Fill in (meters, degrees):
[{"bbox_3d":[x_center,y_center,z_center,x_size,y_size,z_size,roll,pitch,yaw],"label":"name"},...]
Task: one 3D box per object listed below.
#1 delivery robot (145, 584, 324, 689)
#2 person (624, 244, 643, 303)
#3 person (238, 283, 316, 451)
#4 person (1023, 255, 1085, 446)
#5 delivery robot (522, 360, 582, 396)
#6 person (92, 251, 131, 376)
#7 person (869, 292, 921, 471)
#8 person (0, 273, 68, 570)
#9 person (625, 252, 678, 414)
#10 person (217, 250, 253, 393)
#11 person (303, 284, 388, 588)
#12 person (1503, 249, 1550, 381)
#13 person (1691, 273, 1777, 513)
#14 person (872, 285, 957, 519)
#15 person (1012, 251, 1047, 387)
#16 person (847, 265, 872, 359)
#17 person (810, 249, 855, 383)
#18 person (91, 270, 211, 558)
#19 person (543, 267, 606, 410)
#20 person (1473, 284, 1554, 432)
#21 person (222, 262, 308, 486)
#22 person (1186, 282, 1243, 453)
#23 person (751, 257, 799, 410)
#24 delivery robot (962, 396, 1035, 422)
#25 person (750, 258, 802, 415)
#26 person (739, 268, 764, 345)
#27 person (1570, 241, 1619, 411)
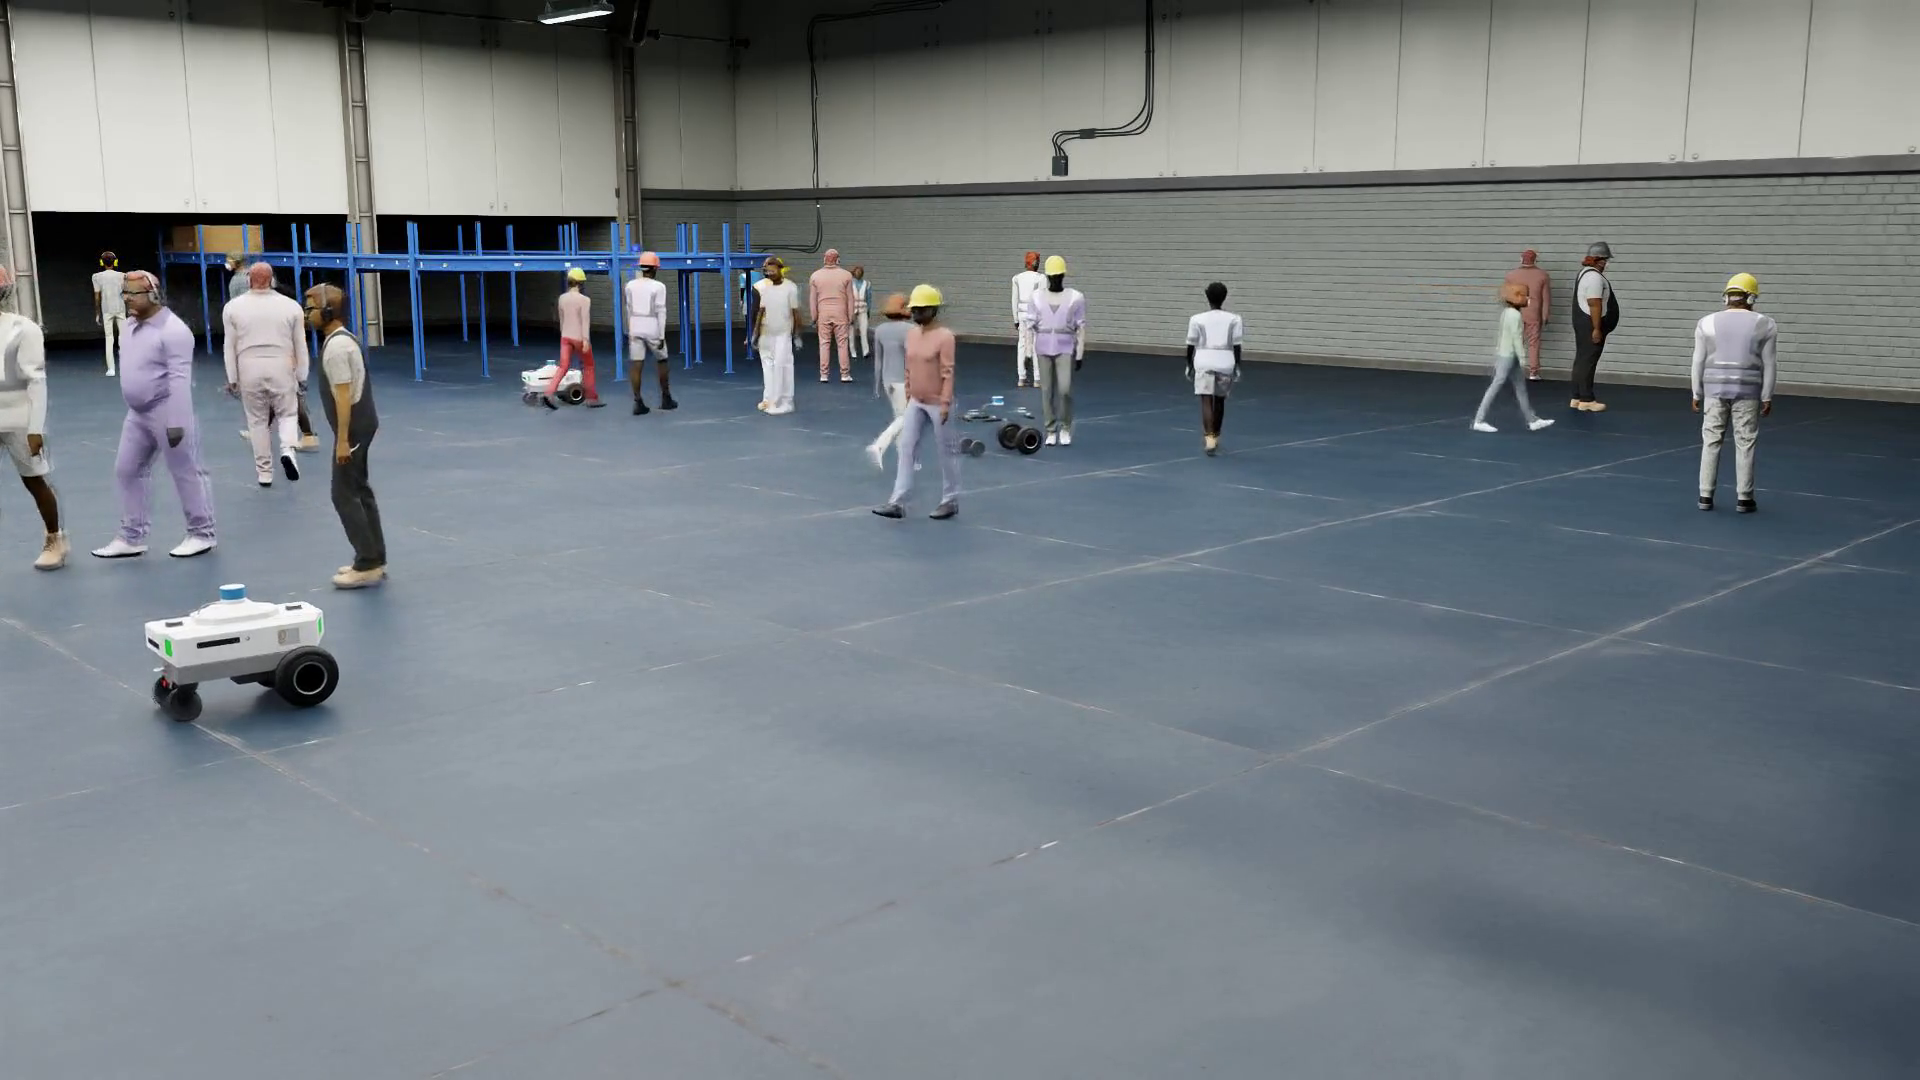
[{"bbox_3d":[-3.274,0.444,7.520,0.707,0.478,0.477,-9,13,-39],"label":"delivery robot"},{"bbox_3d":[-6.328,-4.848,32.724,0.613,1.943,0.405,-8,13,-38],"label":"person"},{"bbox_3d":[-6.787,-1.711,16.412,0.884,1.646,0.553,0,10,2],"label":"person"},{"bbox_3d":[0.944,-1.891,16.703,0.594,1.903,0.586,2,11,9],"label":"person"},{"bbox_3d":[-5.152,-2.027,20.995,0.707,0.478,0.477,-5,12,-27],"label":"delivery robot"},{"bbox_3d":[-12.800,-3.423,25.158,0.513,1.872,0.328,-6,12,-28],"label":"person"},{"bbox_3d":[-0.592,-1.397,14.828,0.518,1.611,0.669,9,14,41],"label":"person"},{"bbox_3d":[-5.891,-0.734,10.200,0.625,1.984,1.091,0,10,-2],"label":"person"},{"bbox_3d":[-3.716,-2.488,19.977,0.569,1.905,0.835,3,11,16],"label":"person"},{"bbox_3d":[-9.624,-2.880,22.094,0.743,1.916,0.632,-8,13,-38],"label":"person"},{"bbox_3d":[-3.740,-0.635,10.119,0.403,1.825,0.529,-3,11,-16],"label":"person"},{"bbox_3d":[8.250,-3.272,24.242,0.652,1.904,0.402,4,11,21],"label":"person"},{"bbox_3d":[5.954,-1.134,12.818,0.592,1.819,0.404,7,12,32],"label":"person"},{"bbox_3d":[-0.309,-0.997,12.267,0.547,1.733,0.800,9,14,40],"label":"person"},{"bbox_3d":[1.004,-3.103,23.370,0.573,1.887,0.355,7,12,32],"label":"person"},{"bbox_3d":[-1.756,-3.905,28.534,0.512,1.590,0.873,-2,11,-12],"label":"person"},{"bbox_3d":[-1.833,-3.231,24.008,0.638,1.911,0.402,1,10,3],"label":"person"},{"bbox_3d":[-5.300,-0.791,10.785,0.682,1.873,0.843,6,12,30],"label":"person"},{"bbox_3d":[-4.749,-2.462,20.322,0.531,1.734,0.868,6,12,31],"label":"person"},{"bbox_3d":[5.979,-1.949,17.893,0.862,1.583,0.527,3,11,15],"label":"person"},{"bbox_3d":[-5.825,-1.382,13.985,0.658,1.893,0.542,-4,11,-22],"label":"person"},{"bbox_3d":[2.489,-1.693,16.311,0.541,1.657,0.856,0,10,1],"label":"person"},{"bbox_3d":[-2.270,-2.511,20.262,0.624,1.845,0.430,-7,12,-33],"label":"person"},{"bbox_3d":[0.377,-1.288,16.259,0.698,0.223,0.335,-4,11,-23],"label":"delivery robot"},{"bbox_3d":[-2.218,-2.383,19.589,0.520,1.829,0.851,6,12,31],"label":"person"},{"bbox_3d":[-4.023,-4.632,32.226,0.540,1.695,0.317,-6,12,-29],"label":"person"},{"bbox_3d":[7.749,-2.594,20.288,0.536,2.000,0.688,1,10,6],"label":"person"}]
